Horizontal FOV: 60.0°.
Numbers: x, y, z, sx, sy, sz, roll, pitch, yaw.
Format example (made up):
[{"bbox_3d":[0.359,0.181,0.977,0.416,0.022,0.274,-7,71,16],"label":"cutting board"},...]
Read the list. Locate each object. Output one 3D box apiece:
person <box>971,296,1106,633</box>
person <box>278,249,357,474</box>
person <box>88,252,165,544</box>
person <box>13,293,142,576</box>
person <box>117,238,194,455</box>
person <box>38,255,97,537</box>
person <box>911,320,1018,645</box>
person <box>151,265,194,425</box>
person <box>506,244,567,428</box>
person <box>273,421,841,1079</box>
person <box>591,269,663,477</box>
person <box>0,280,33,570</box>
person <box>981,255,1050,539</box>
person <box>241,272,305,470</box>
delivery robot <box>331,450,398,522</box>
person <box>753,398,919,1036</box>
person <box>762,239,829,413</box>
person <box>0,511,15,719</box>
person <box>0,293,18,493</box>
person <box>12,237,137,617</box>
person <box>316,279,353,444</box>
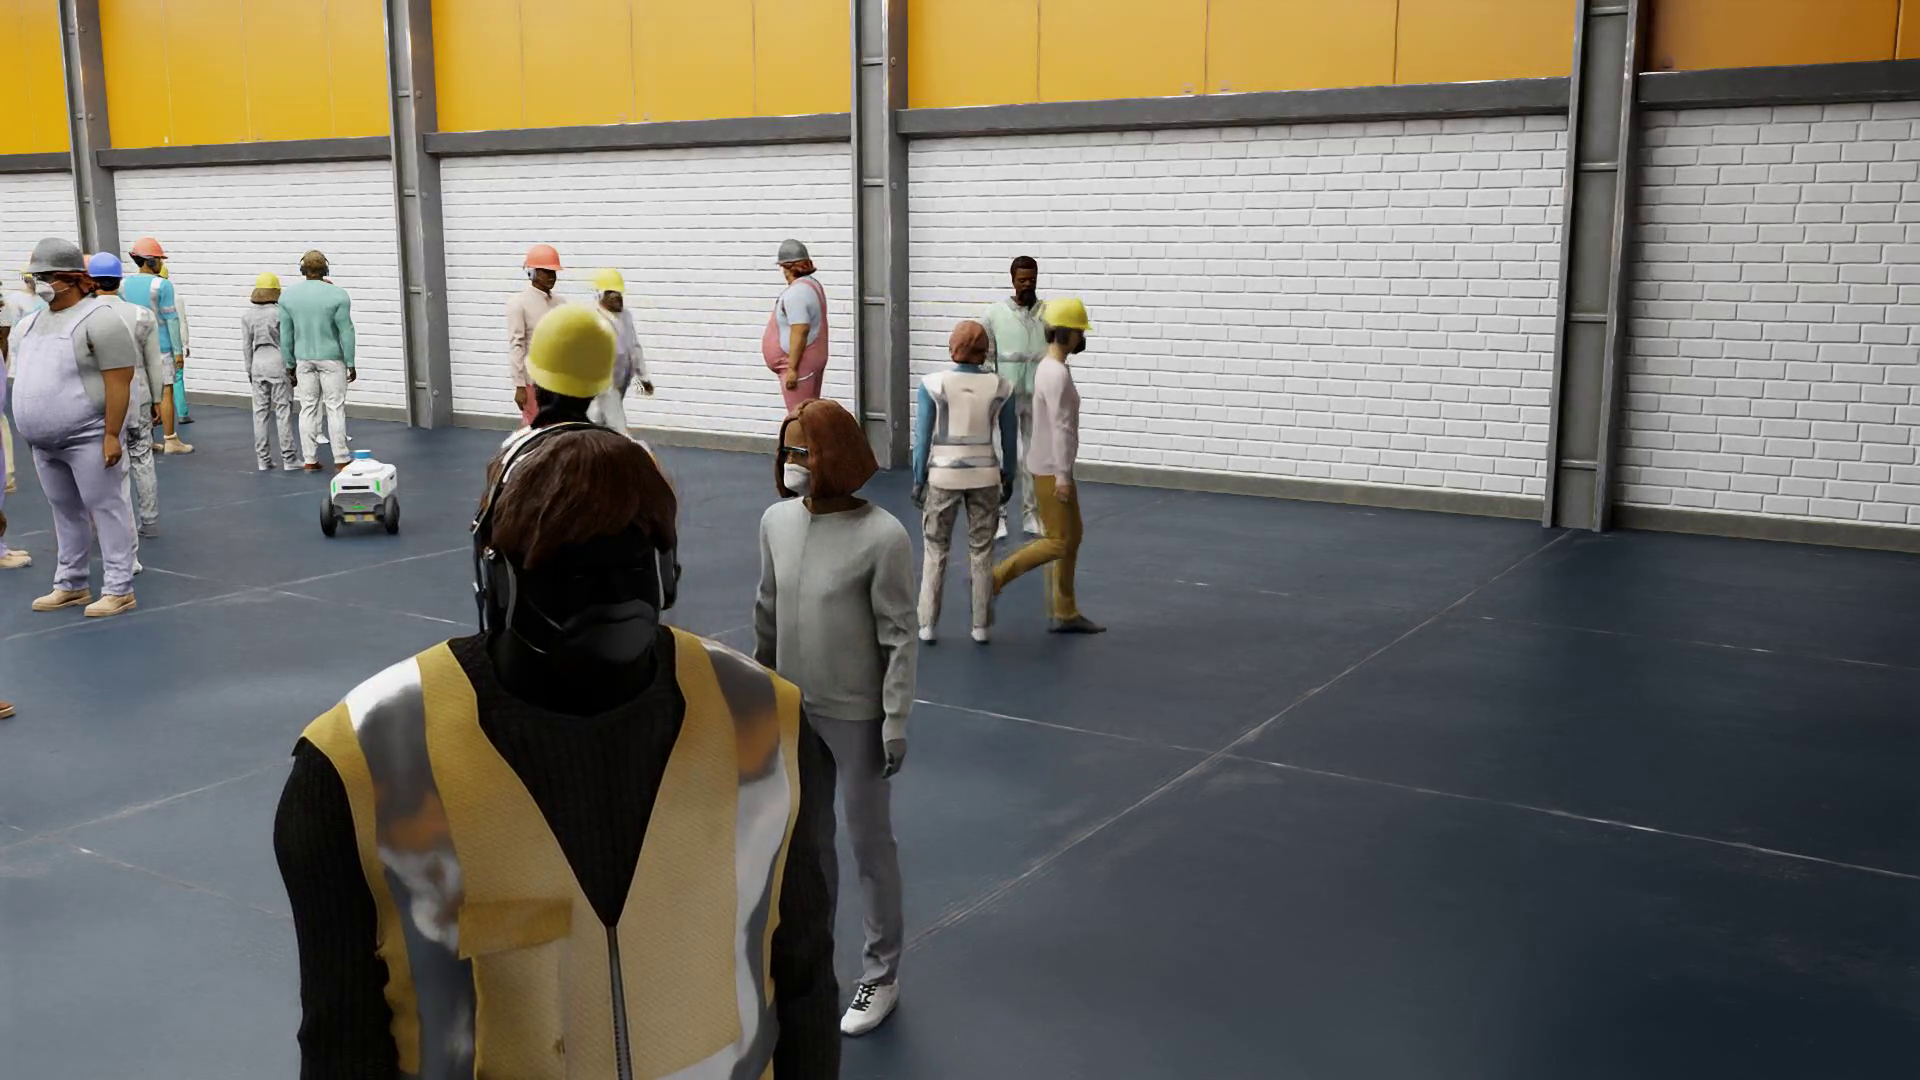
[{"bbox_3d":[0.415,-0.360,8.419,0.615,1.742,0.524,0,10,2],"label":"person"},{"bbox_3d":[-5.549,-1.537,14.424,0.635,1.938,0.349,0,10,2],"label":"person"},{"bbox_3d":[-5.663,-0.944,11.150,0.606,1.942,0.413,-8,13,-37],"label":"person"},{"bbox_3d":[-5.209,-0.699,9.877,0.641,1.909,0.409,-6,12,-30],"label":"person"},{"bbox_3d":[-7.588,-1.812,15.669,0.607,2.042,0.373,2,10,13],"label":"person"},{"bbox_3d":[-6.051,-0.991,11.462,0.623,1.924,0.894,0,10,-2],"label":"person"},{"bbox_3d":[0.026,-0.275,8.290,0.548,1.631,0.359,-2,10,-9],"label":"person"},{"bbox_3d":[-8.737,-2.143,18.265,0.525,1.769,0.309,-2,10,-11],"label":"person"},{"bbox_3d":[-3.042,-1.161,12.193,0.397,1.990,0.622,5,11,25],"label":"person"},{"bbox_3d":[-0.422,0.777,1.921,0.618,1.835,0.430,-5,11,-25],"label":"person"},{"bbox_3d":[-2.774,-1.301,13.546,0.903,1.780,0.591,4,11,23],"label":"person"},{"bbox_3d":[-5.970,-0.721,10.208,0.355,1.835,0.516,-7,13,-36],"label":"person"},{"bbox_3d":[0.421,-0.974,11.367,0.590,1.918,0.391,-3,11,-18],"label":"person"},{"bbox_3d":[-6.065,-1.485,14.682,0.487,1.743,0.315,2,10,11],"label":"person"},{"bbox_3d":[-4.162,-0.387,11.635,0.477,0.478,0.707,-2,10,-9],"label":"delivery robot"},{"bbox_3d":[-0.330,0.449,4.271,0.504,1.632,0.269,8,13,36],"label":"person"},{"bbox_3d":[-1.363,-1.465,13.746,0.536,2.000,0.683,2,10,10],"label":"person"},{"bbox_3d":[-4.239,-0.143,6.861,0.355,1.883,0.573,5,11,24],"label":"person"},{"bbox_3d":[-7.887,-1.373,13.240,0.692,2.000,0.536,5,11,27],"label":"person"},{"bbox_3d":[-4.804,-0.603,8.970,0.683,2.000,0.537,4,11,23],"label":"person"},{"bbox_3d":[-6.342,-1.785,16.631,0.306,1.639,0.522,4,11,23],"label":"person"}]
